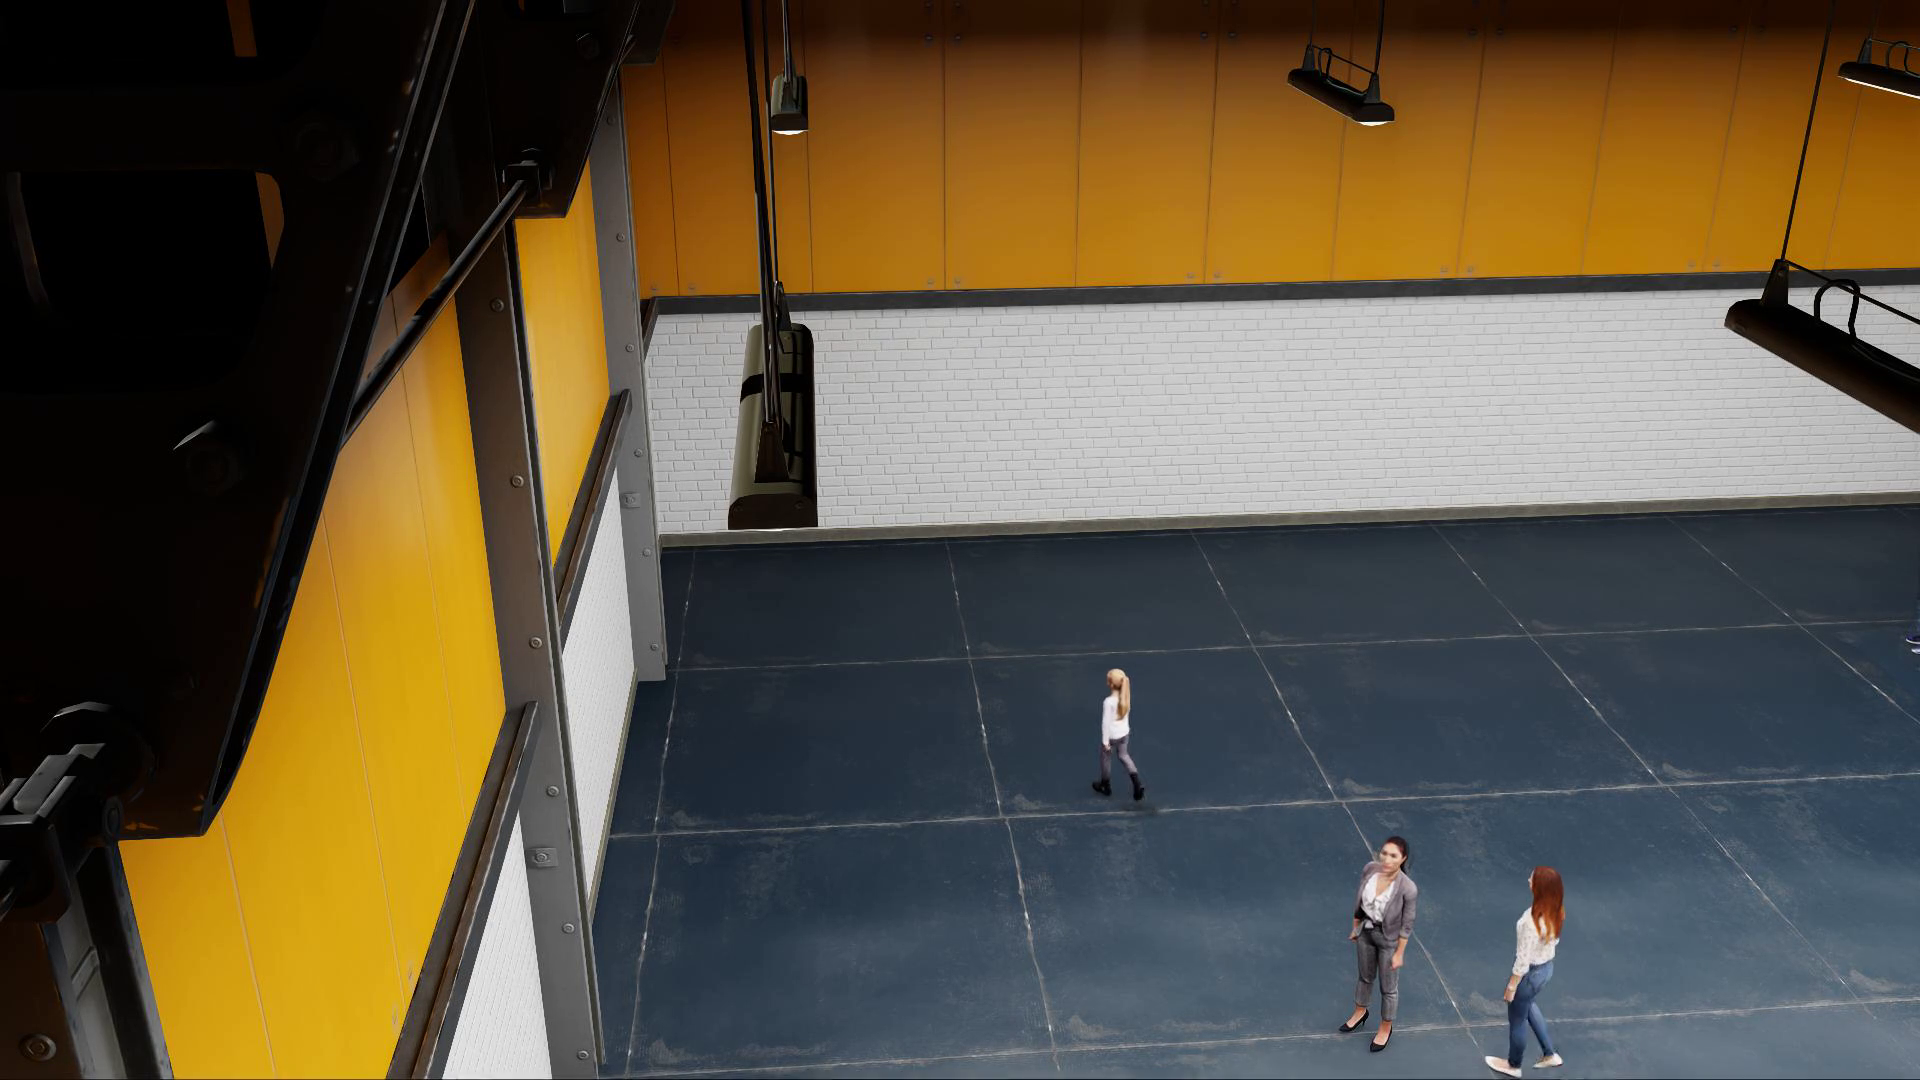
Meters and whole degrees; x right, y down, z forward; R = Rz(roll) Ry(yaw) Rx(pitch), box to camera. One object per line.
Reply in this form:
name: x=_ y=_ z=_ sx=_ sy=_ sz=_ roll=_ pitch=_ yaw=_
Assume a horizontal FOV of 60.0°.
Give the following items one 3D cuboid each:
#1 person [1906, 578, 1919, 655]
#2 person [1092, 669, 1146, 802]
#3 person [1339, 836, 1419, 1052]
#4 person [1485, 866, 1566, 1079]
person: x=10.077 y=0.566 z=17.195 sx=0.632 sy=1.251 sz=0.529 roll=7 pitch=25 yaw=17
person: x=1.415 y=1.719 z=14.539 sx=0.716 sy=1.264 sz=0.849 roll=-17 pitch=29 yaw=-34
person: x=2.938 y=2.784 z=11.587 sx=0.784 sy=1.678 sz=0.696 roll=-17 pitch=29 yaw=-34
person: x=3.914 y=2.941 z=11.175 sx=0.867 sy=1.721 sz=0.804 roll=21 pitch=31 yaw=39
